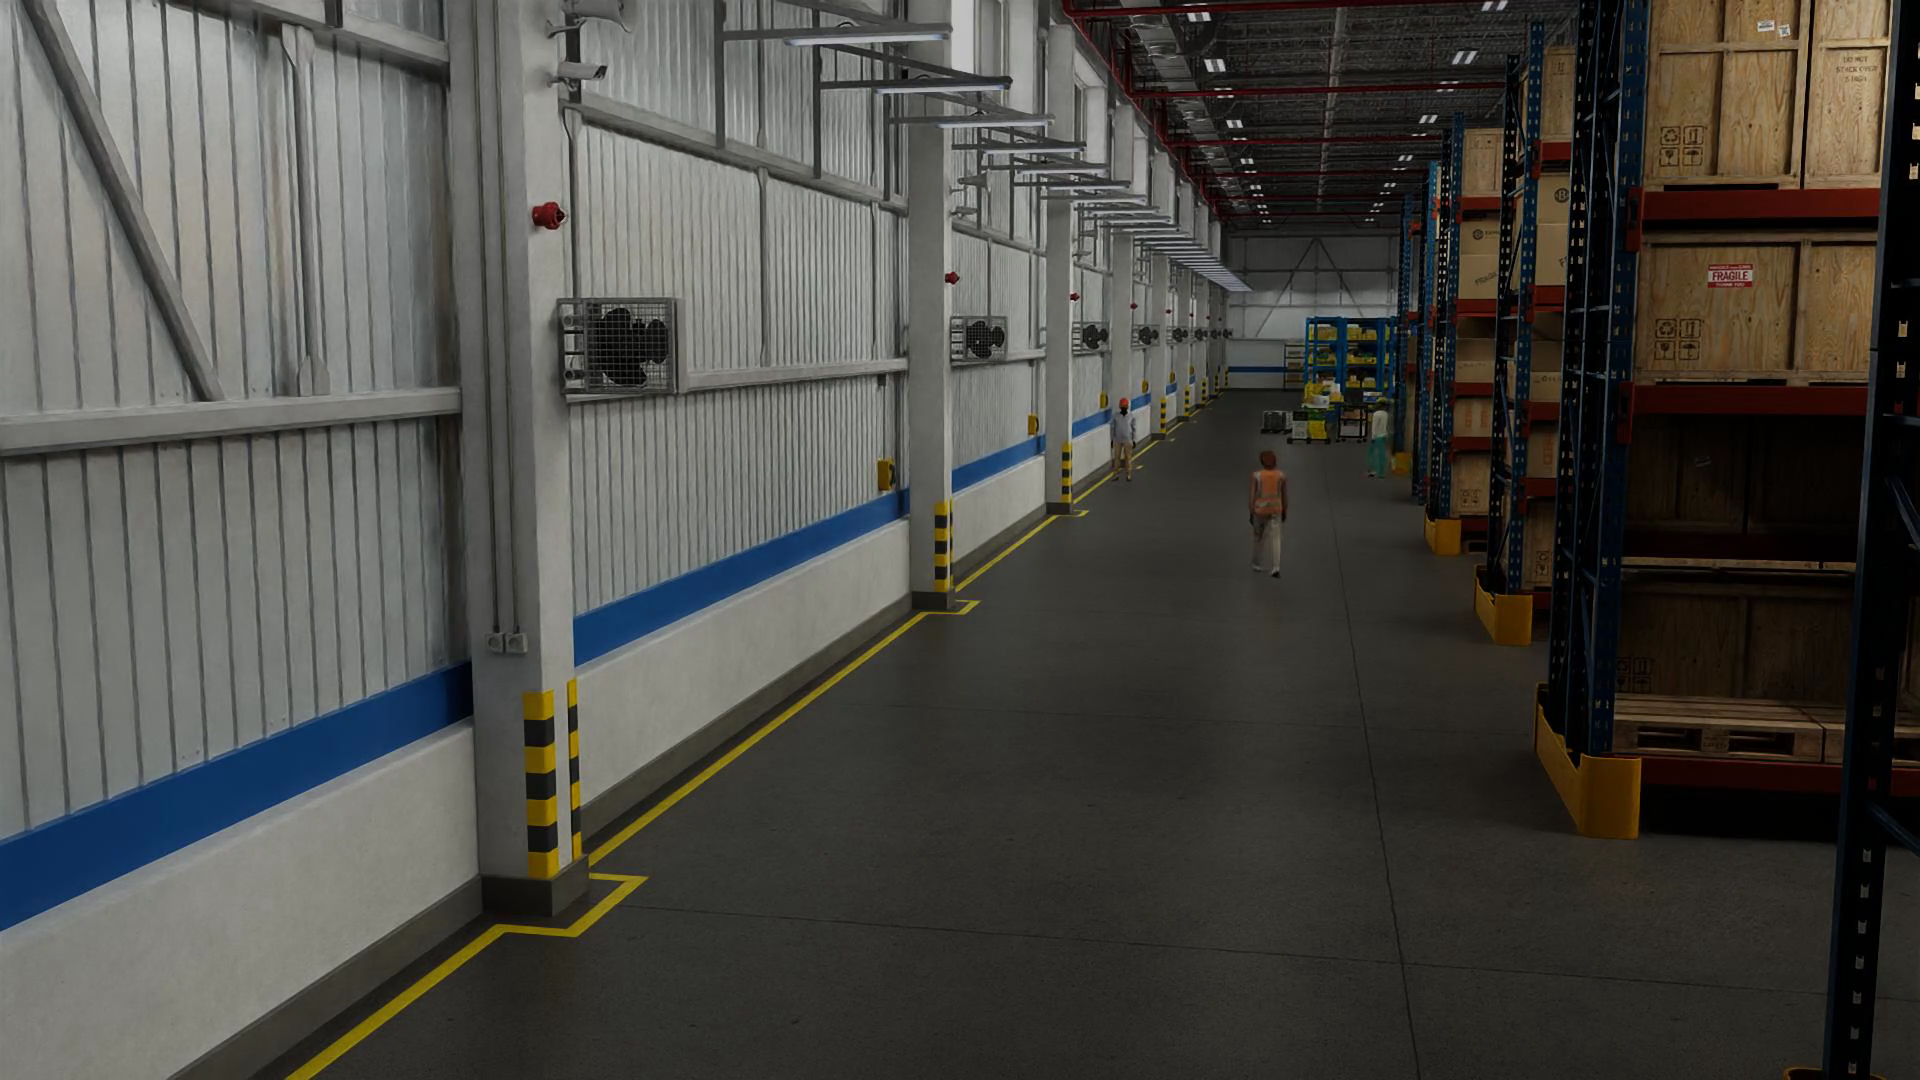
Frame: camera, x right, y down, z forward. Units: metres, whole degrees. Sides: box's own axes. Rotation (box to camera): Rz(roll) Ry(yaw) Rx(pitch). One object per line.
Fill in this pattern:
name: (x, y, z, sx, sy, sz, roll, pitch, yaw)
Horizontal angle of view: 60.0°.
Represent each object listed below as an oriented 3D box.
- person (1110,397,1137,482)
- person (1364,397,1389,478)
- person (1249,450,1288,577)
person: (3.389, -2.086, 34.545, 0.566, 1.755, 0.321, 1, 7, 9)
person: (8.925, -2.191, 35.536, 0.549, 1.727, 0.523, -5, 9, -37)
person: (3.938, -0.343, 21.226, 0.527, 1.599, 0.870, -1, 7, -4)
